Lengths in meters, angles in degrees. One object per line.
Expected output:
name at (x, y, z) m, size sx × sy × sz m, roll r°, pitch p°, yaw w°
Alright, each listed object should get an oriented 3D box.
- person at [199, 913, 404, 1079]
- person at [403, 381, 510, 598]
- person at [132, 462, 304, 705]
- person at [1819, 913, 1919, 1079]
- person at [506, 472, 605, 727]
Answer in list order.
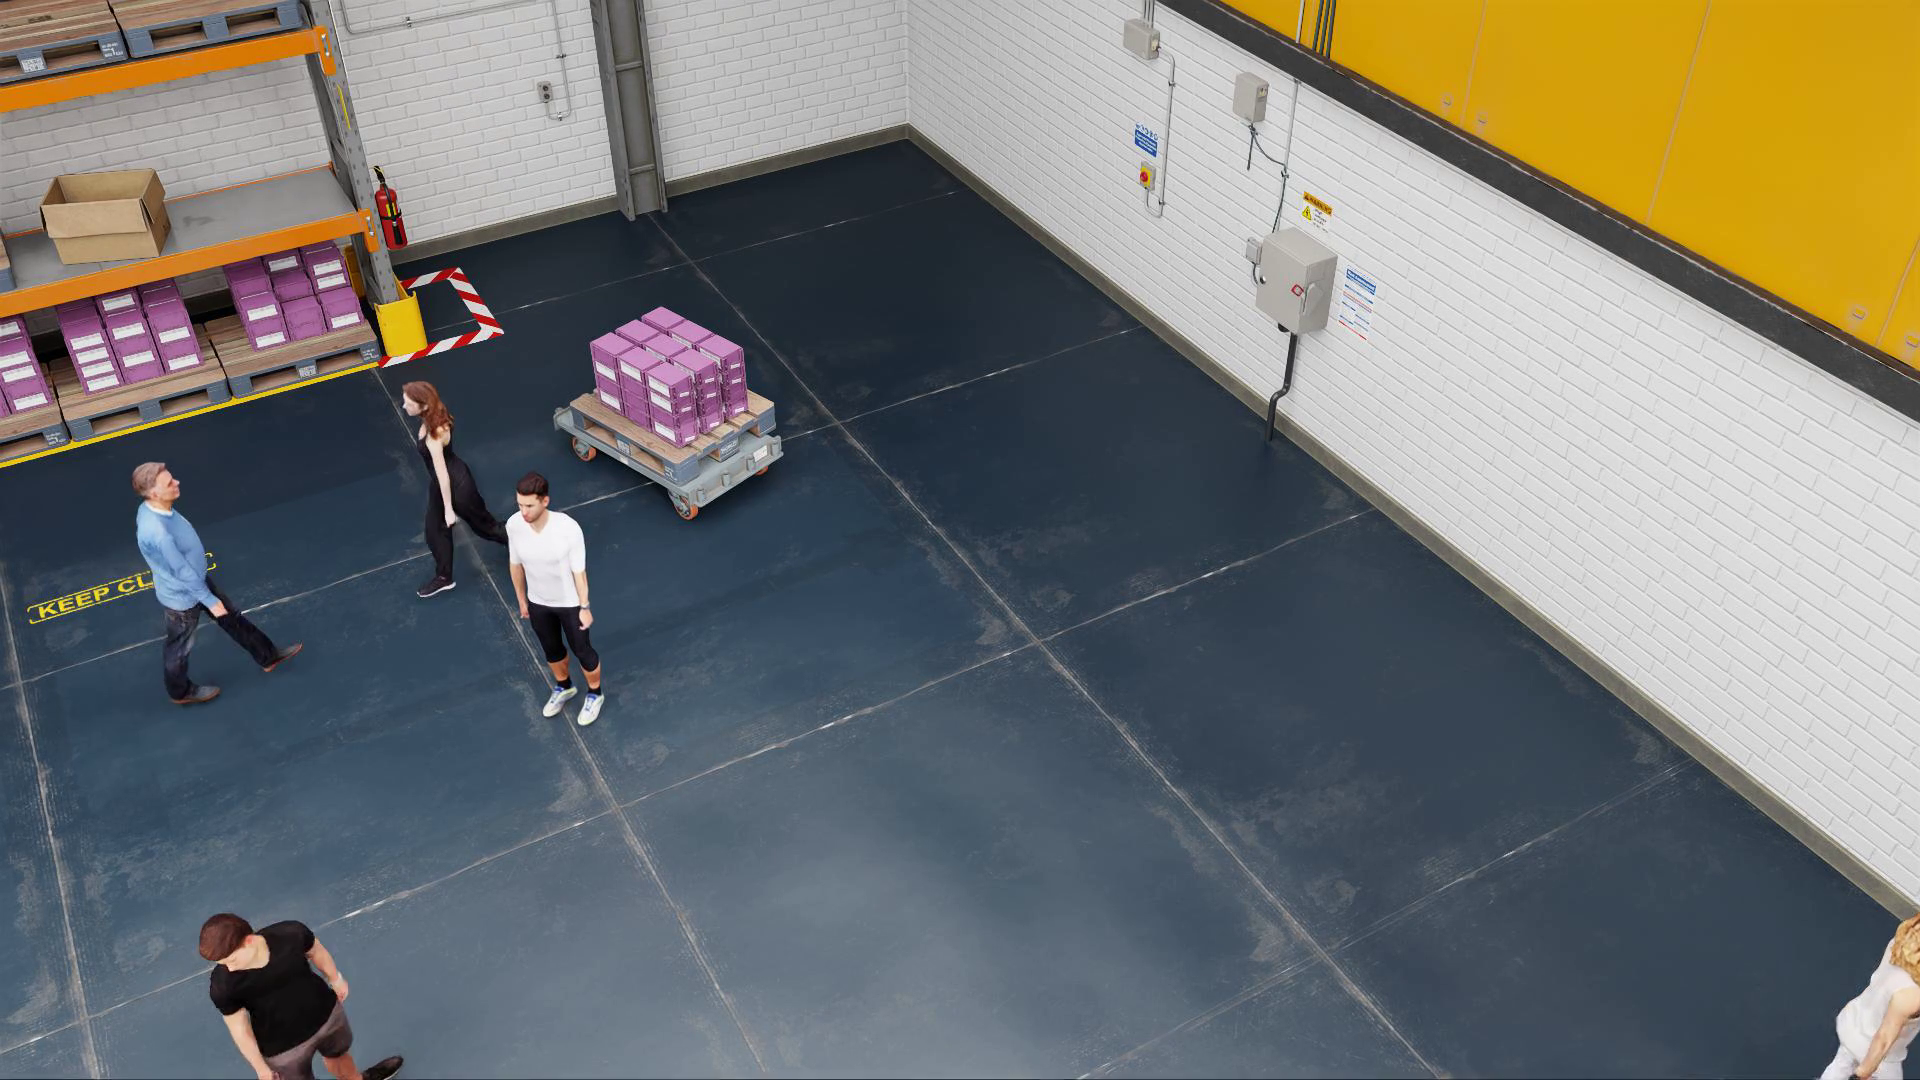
person at (-3.099, 2.212, 7.851) m, size 0.992 × 1.823 × 0.695 m, roll 18°, pitch 42°, yaw 21°
person at (-3.294, -0.363, 11.180) m, size 1.121 × 1.693 × 0.622 m, roll -16°, pitch 41°, yaw -19°
person at (-4.886, 0.322, 10.258) m, size 1.124 × 1.773 × 0.788 m, roll -12°, pitch 40°, yaw -14°
person at (4.249, 2.304, 7.867) m, size 0.763 × 1.658 × 0.704 m, roll 9°, pitch 40°, yaw 12°
person at (-2.460, 0.340, 10.174) m, size 0.725 × 1.848 × 0.795 m, roll 8°, pitch 39°, yaw 10°
